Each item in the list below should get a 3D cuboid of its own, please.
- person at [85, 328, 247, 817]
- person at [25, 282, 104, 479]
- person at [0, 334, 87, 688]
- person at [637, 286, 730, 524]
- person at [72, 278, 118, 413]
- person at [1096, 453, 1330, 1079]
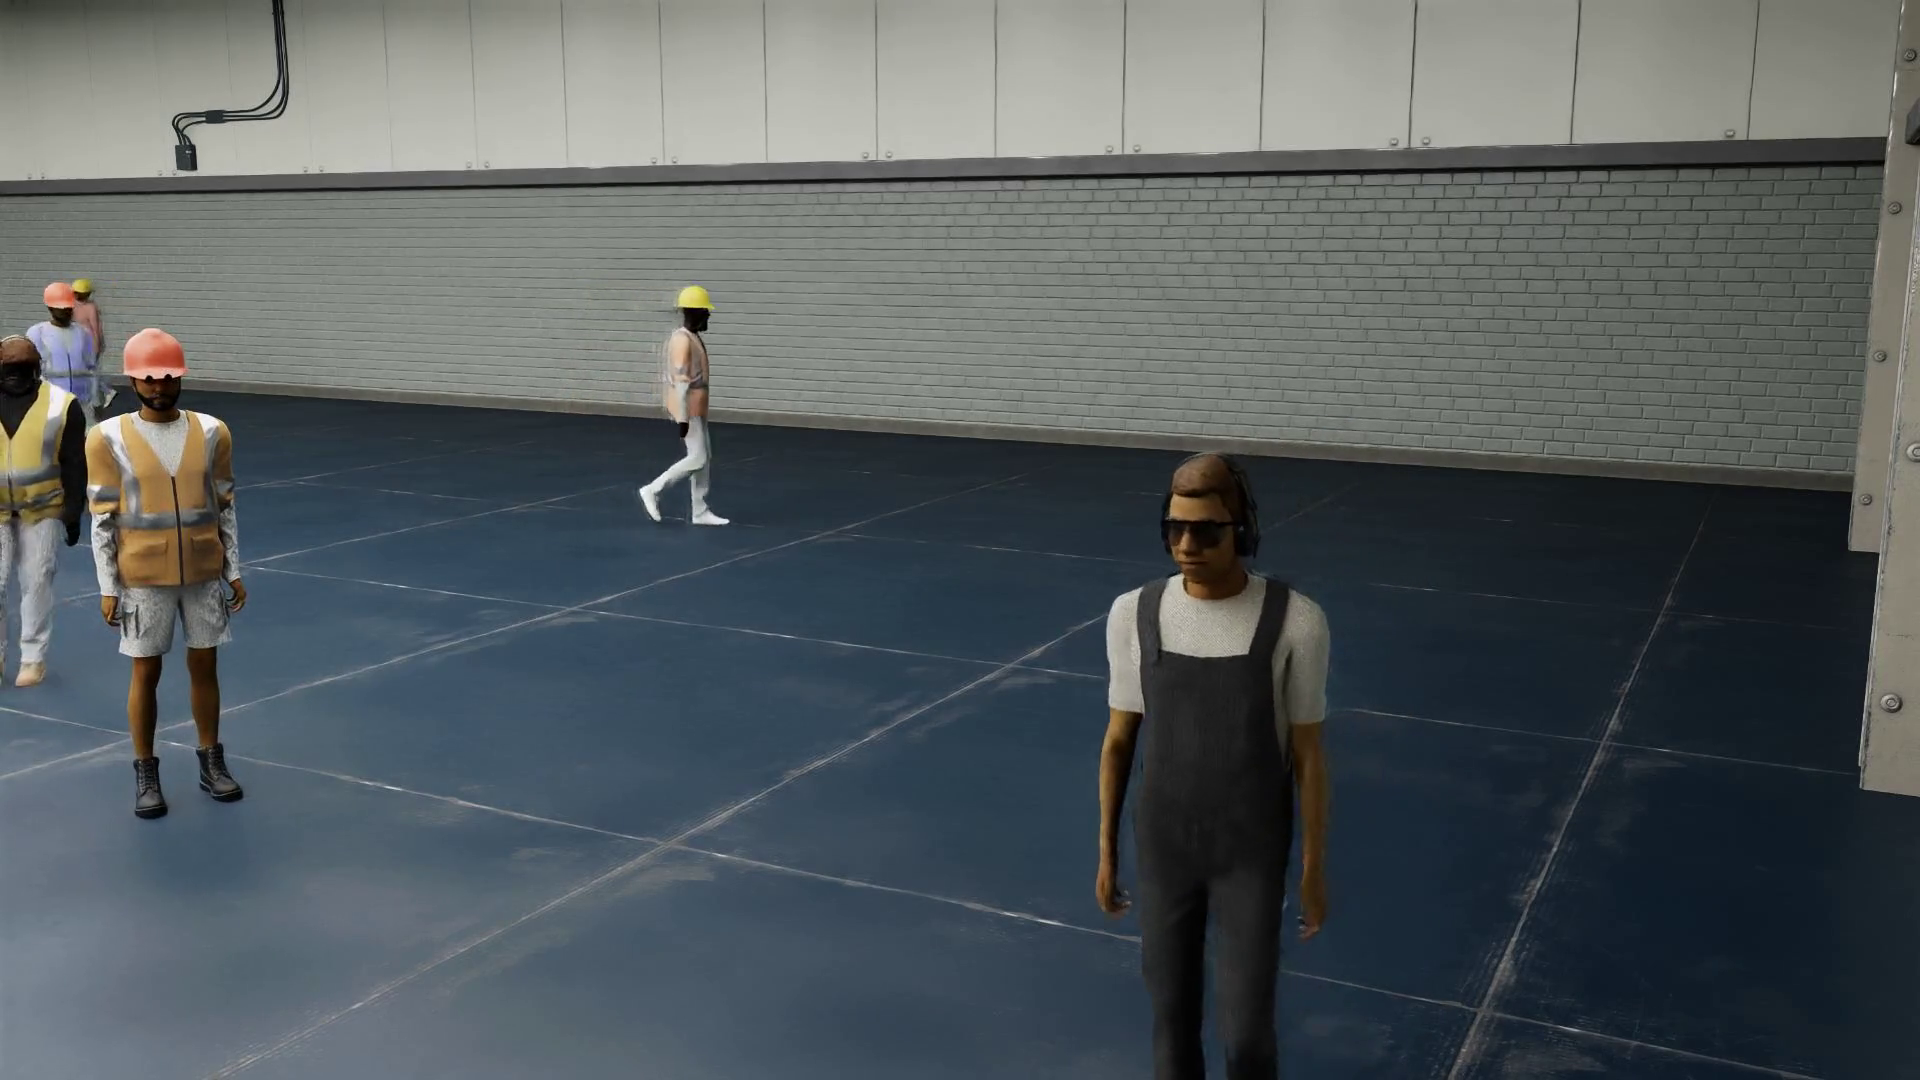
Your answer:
[{"bbox_3d":[-3.133,0.129,6.626,0.551,1.935,0.375,-9,13,-39],"label":"person"},{"bbox_3d":[-7.378,-1.145,13.660,0.508,1.915,0.775,8,13,36],"label":"person"},{"bbox_3d":[-4.762,-0.130,8.398,0.691,1.807,0.526,-5,11,-25],"label":"person"},{"bbox_3d":[-2.180,-1.036,13.072,0.608,1.911,0.592,0,10,-2],"label":"person"},{"bbox_3d":[-11.204,-2.499,21.451,0.551,1.745,0.454,9,14,42],"label":"person"},{"bbox_3d":[0.571,0.704,3.776,0.539,1.828,0.455,5,11,25],"label":"person"}]
